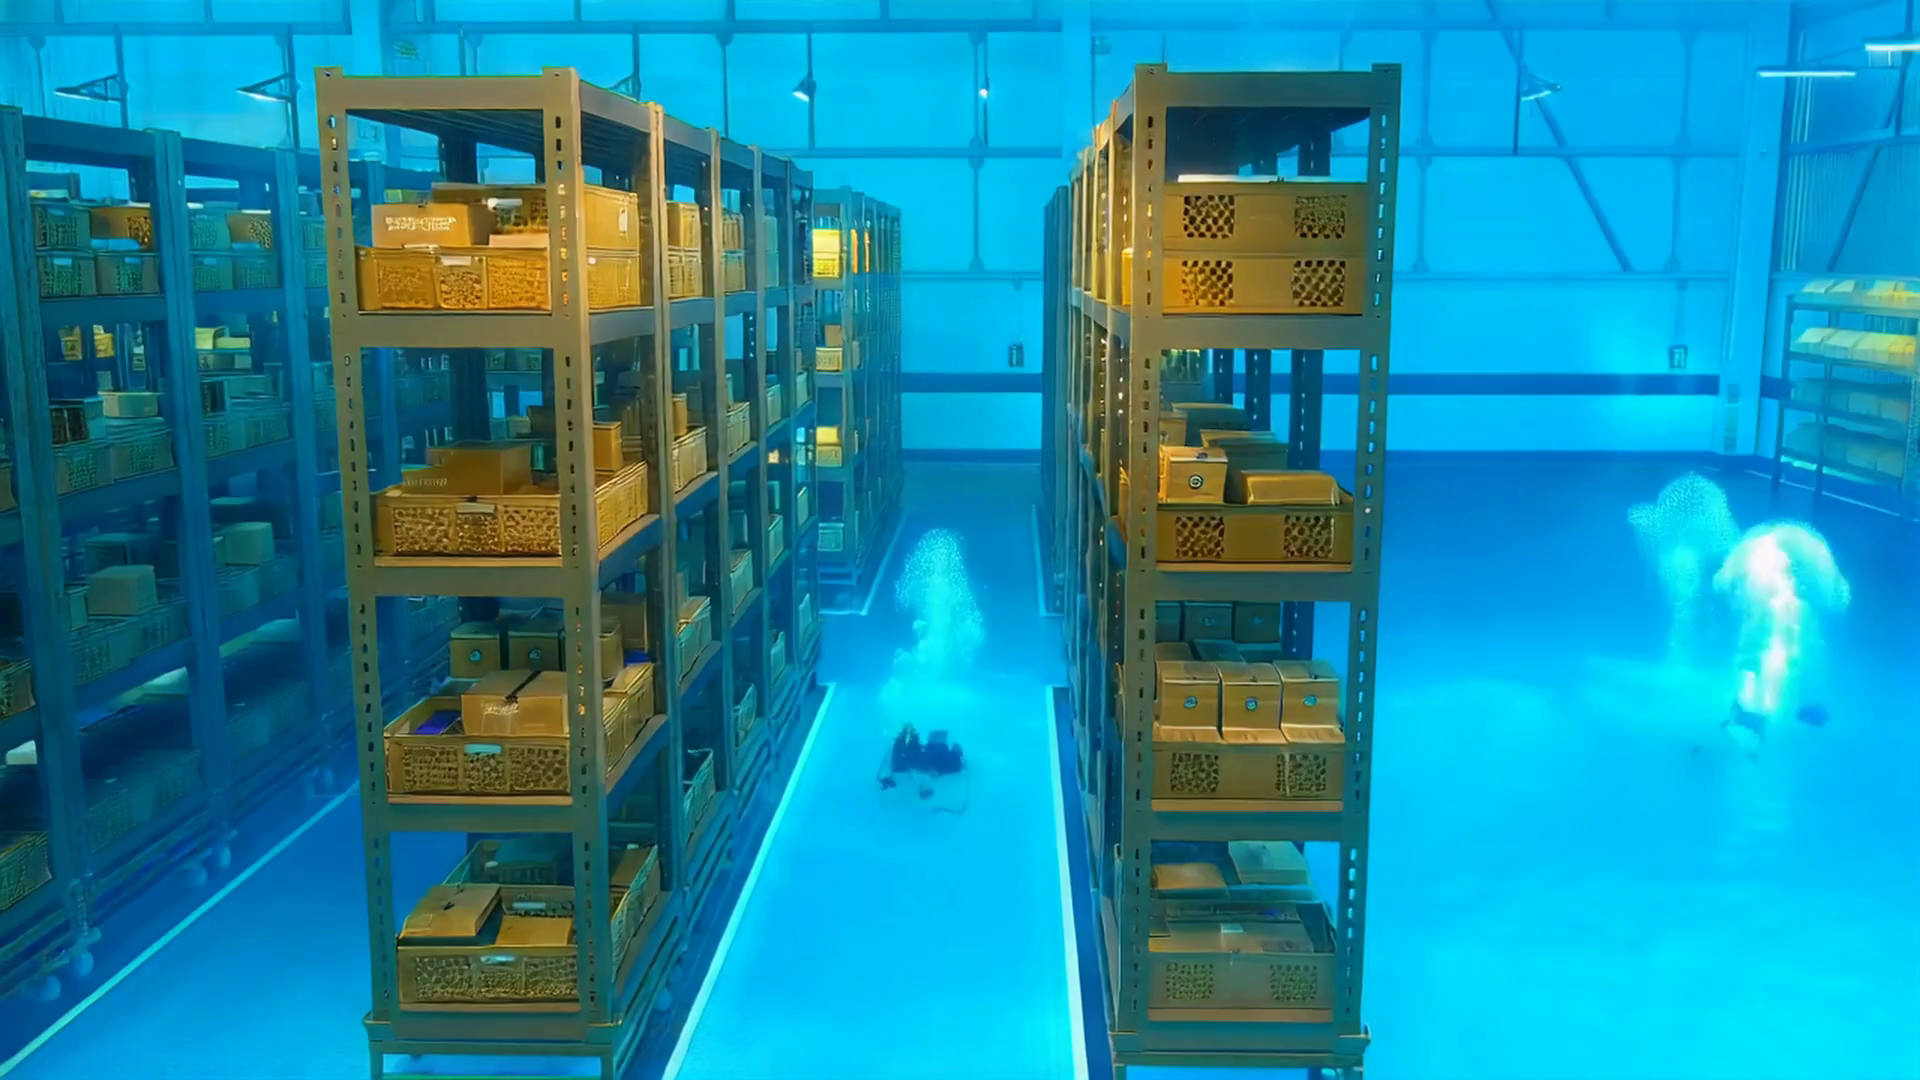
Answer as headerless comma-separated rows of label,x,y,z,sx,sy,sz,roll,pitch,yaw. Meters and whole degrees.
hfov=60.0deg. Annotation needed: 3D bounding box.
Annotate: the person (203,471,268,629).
person,-6.011,-0.166,13.514,0.797,1.806,0.589,2,10,11
